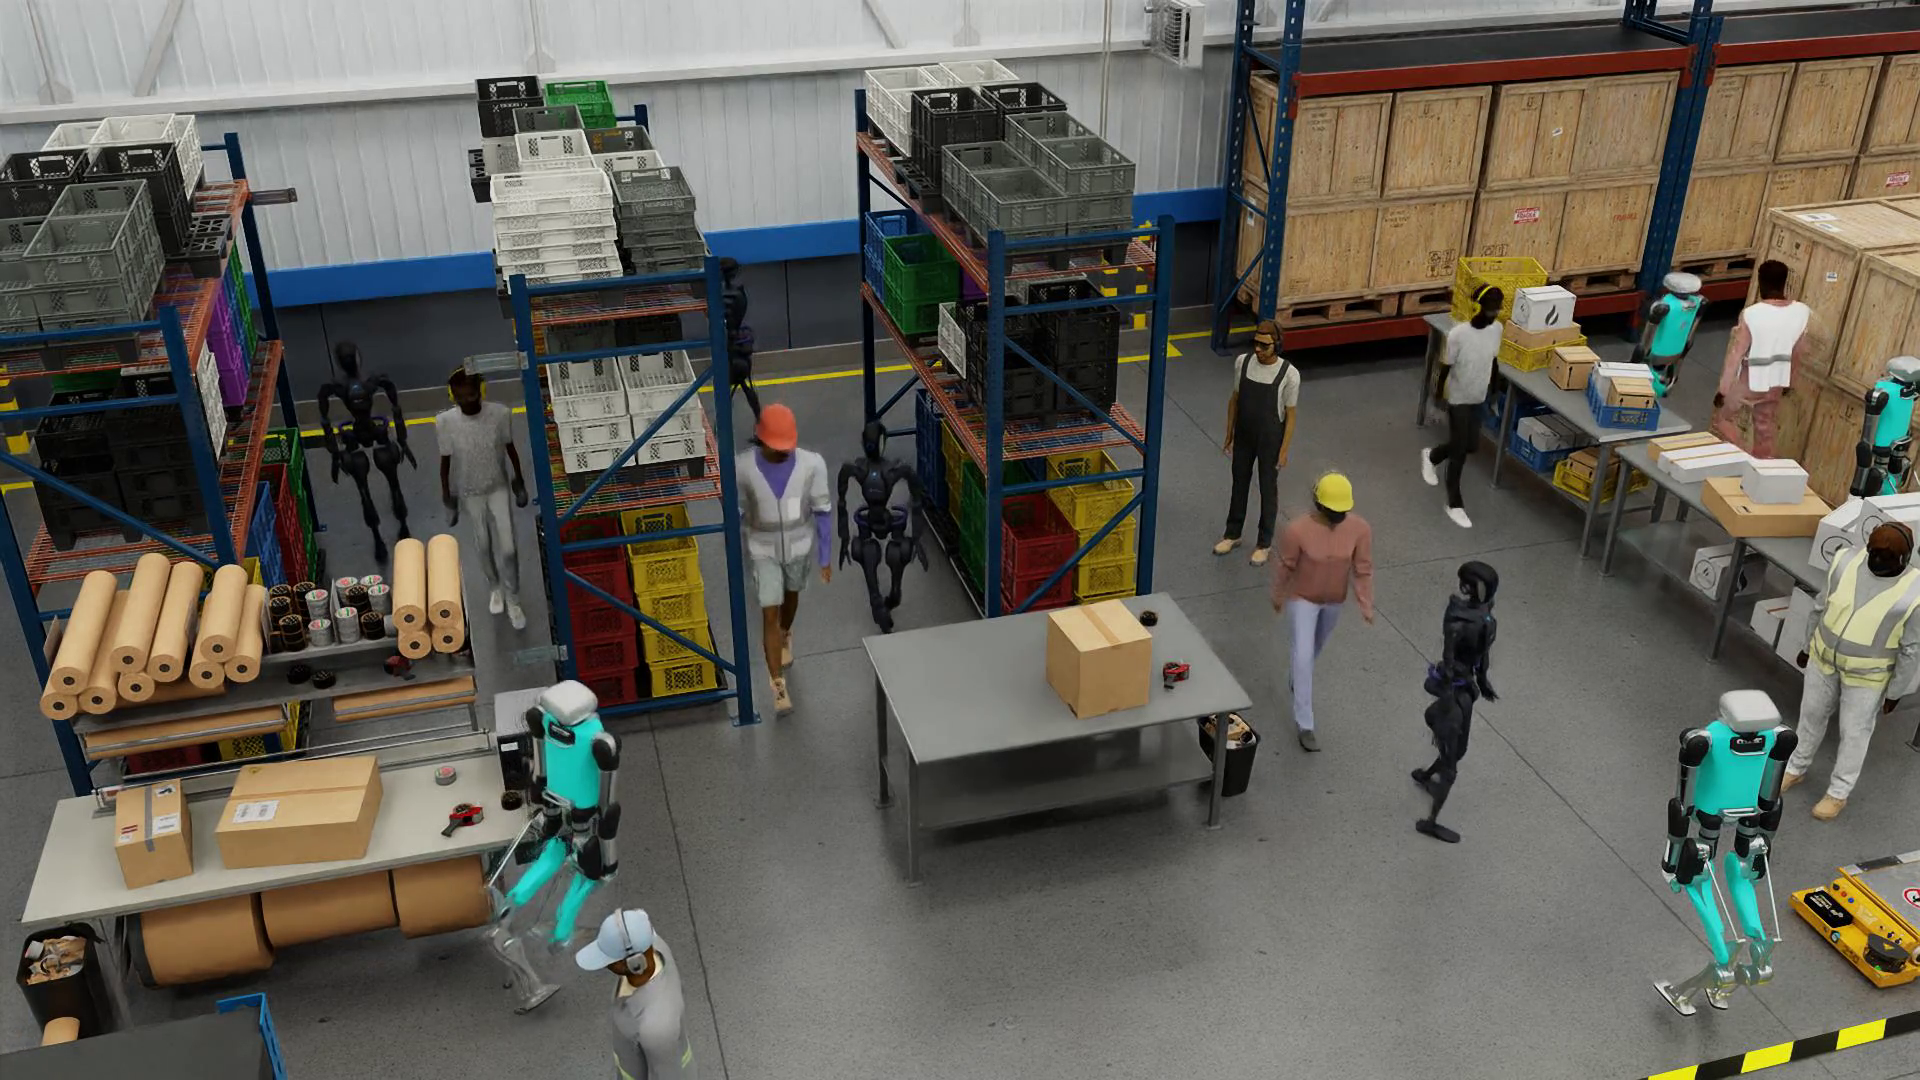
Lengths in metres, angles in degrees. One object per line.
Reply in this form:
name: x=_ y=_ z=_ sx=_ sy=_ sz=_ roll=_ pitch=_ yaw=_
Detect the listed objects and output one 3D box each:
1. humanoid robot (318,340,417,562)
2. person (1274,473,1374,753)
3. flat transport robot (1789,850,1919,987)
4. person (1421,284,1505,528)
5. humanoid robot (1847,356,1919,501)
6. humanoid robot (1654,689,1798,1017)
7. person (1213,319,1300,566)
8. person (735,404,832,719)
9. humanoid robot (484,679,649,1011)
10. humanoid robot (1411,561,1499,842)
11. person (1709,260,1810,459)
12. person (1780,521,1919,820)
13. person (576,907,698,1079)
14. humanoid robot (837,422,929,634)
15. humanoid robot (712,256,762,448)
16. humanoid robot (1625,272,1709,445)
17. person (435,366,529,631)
humanoid robot: x=-4.210 y=-0.640 z=11.887 sx=0.588 sy=1.665 sz=0.420 roll=-13 pitch=31 yaw=-22
person: x=2.179 y=0.393 z=9.929 sx=0.537 sy=1.728 sz=0.870 roll=-5 pitch=29 yaw=-9
flat transport robot: x=5.163 y=1.916 z=8.676 sx=1.431 sy=0.231 sz=0.659 roll=-8 pitch=30 yaw=-14
person: x=3.768 y=-1.073 z=12.488 sx=0.563 sy=1.839 sz=0.748 roll=-12 pitch=31 yaw=-21
humanoid robot: x=6.351 y=-0.343 z=11.214 sx=0.530 sy=1.752 sz=0.686 roll=-17 pitch=33 yaw=-28
humanoid robot: x=3.584 y=1.551 z=7.671 sx=0.533 sy=1.681 sz=0.735 roll=-2 pitch=29 yaw=-4
person: x=2.110 y=-0.697 z=11.793 sx=0.506 sy=1.846 sz=0.346 roll=18 pitch=34 yaw=30
person: x=-1.096 y=0.075 z=10.246 sx=0.619 sy=1.987 sz=1.040 roll=-6 pitch=29 yaw=-11
humanoid robot: x=-1.935 y=1.537 z=7.870 sx=0.559 sy=1.749 sz=1.037 roll=17 pitch=33 yaw=28
humanoid robot: x=2.748 y=0.838 z=9.205 sx=0.454 sy=1.643 sz=0.594 roll=19 pitch=34 yaw=31
person: x=6.060 y=-1.193 z=12.653 sx=0.720 sy=1.884 sz=0.496 roll=-8 pitch=30 yaw=-15
person: x=4.964 y=0.710 z=9.251 sx=0.429 sy=1.834 sz=0.631 roll=-17 pitch=33 yaw=-27
person: x=-1.233 y=2.174 z=6.566 sx=0.395 sy=1.849 sz=0.588 roll=-8 pitch=30 yaw=-15
humanoid robot: x=-0.484 y=-0.026 z=10.800 sx=0.600 sy=1.657 sz=0.615 roll=3 pitch=29 yaw=5
humanoid robot: x=-1.873 y=-1.514 z=13.472 sx=0.709 sy=1.632 sz=0.587 roll=-2 pitch=29 yaw=-4
humanoid robot: x=5.284 y=-1.270 z=13.034 sx=0.552 sy=1.859 sz=0.755 roll=-12 pitch=31 yaw=-21
person: x=-3.144 y=-0.263 z=11.005 sx=0.551 sy=1.842 sz=0.745 roll=-7 pitch=30 yaw=-13
